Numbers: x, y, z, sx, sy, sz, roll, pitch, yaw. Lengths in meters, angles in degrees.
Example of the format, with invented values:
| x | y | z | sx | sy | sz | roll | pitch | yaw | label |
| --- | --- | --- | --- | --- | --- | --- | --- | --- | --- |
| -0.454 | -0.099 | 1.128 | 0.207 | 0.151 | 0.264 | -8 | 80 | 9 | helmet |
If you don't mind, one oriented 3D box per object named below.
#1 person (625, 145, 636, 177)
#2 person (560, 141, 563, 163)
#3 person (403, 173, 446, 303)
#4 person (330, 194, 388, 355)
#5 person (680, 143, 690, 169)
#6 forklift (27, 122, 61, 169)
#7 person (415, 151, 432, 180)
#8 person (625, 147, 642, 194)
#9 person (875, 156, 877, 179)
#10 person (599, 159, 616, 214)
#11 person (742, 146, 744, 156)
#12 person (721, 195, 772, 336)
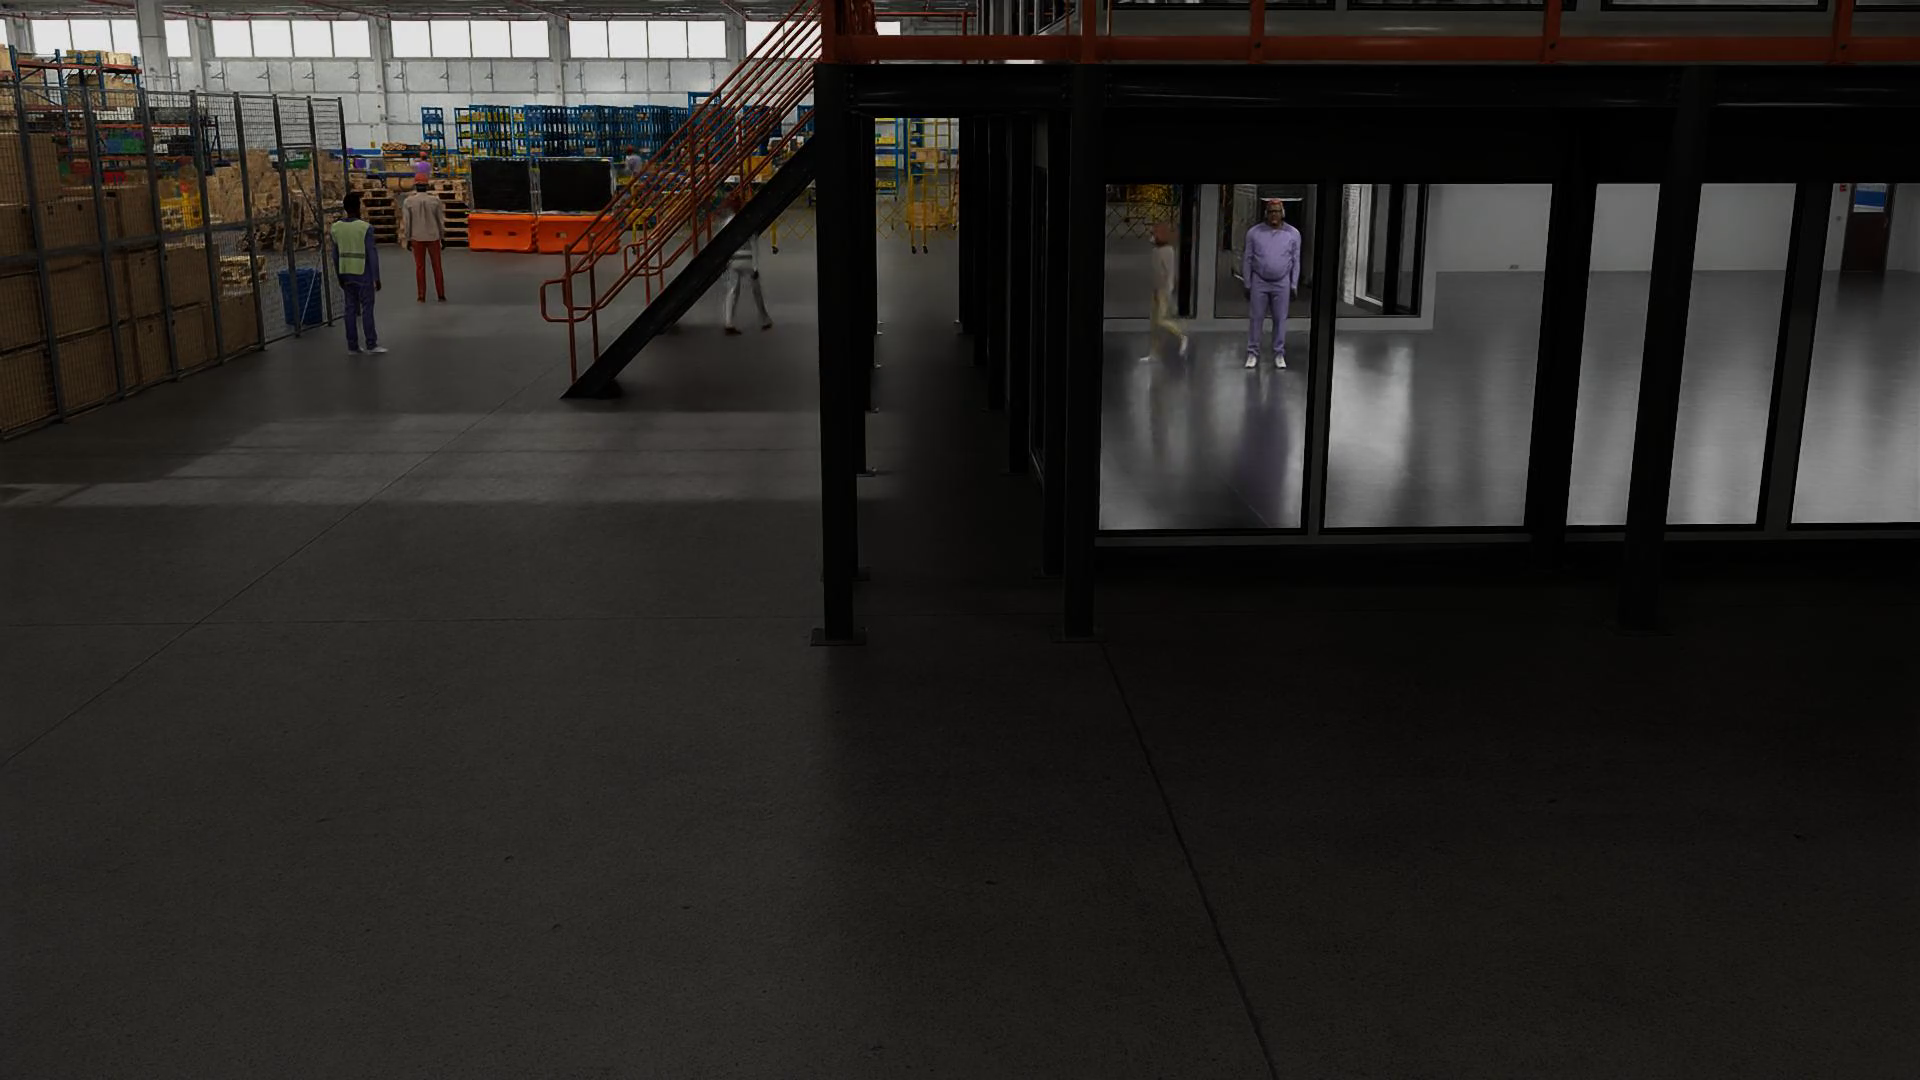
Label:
| x | y | z | sx | sy | sz | roll | pitch | yaw | label |
| --- | --- | --- | --- | --- | --- | --- | --- | --- | --- |
| -11.448 | -12.783 | 58.149 | 0.533 | 2.032 | 0.608 | -2 | 14 | -9 | person |
| -21.757 | -20.914 | 91.027 | 0.391 | 1.841 | 0.564 | -3 | 14 | -11 | person |
| -8.330 | -4.703 | 25.927 | 0.608 | 1.995 | 0.376 | -6 | 15 | -21 | person |
| -7.246 | -3.184 | 20.005 | 0.595 | 1.921 | 0.386 | 4 | 15 | 15 | person |
| -13.866 | -19.224 | 84.284 | 0.588 | 1.837 | 0.403 | -5 | 15 | -19 | person |
| -35.376 | -14.773 | 64.377 | 1.129 | 2.768 | 1.873 | -1 | 14 | -2 | forklift |
| -16.704 | -11.180 | 51.950 | 0.563 | 1.922 | 0.405 | -2 | 14 | -8 | person |
| -12.231 | -13.757 | 62.326 | 0.635 | 1.899 | 0.400 | -9 | 17 | -32 | person |
| -3.715 | -15.787 | 70.773 | 0.552 | 1.724 | 0.893 | -8 | 16 | -30 | person |
| -9.618 | -9.487 | 45.385 | 0.591 | 1.829 | 0.404 | 13 | 19 | 43 | person |
| -10.996 | -19.821 | 86.412 | 0.641 | 1.952 | 0.977 | -3 | 14 | -13 | person |
| -2.876 | -3.619 | 21.947 | 0.571 | 1.837 | 0.954 | 5 | 15 | 19 | person |
